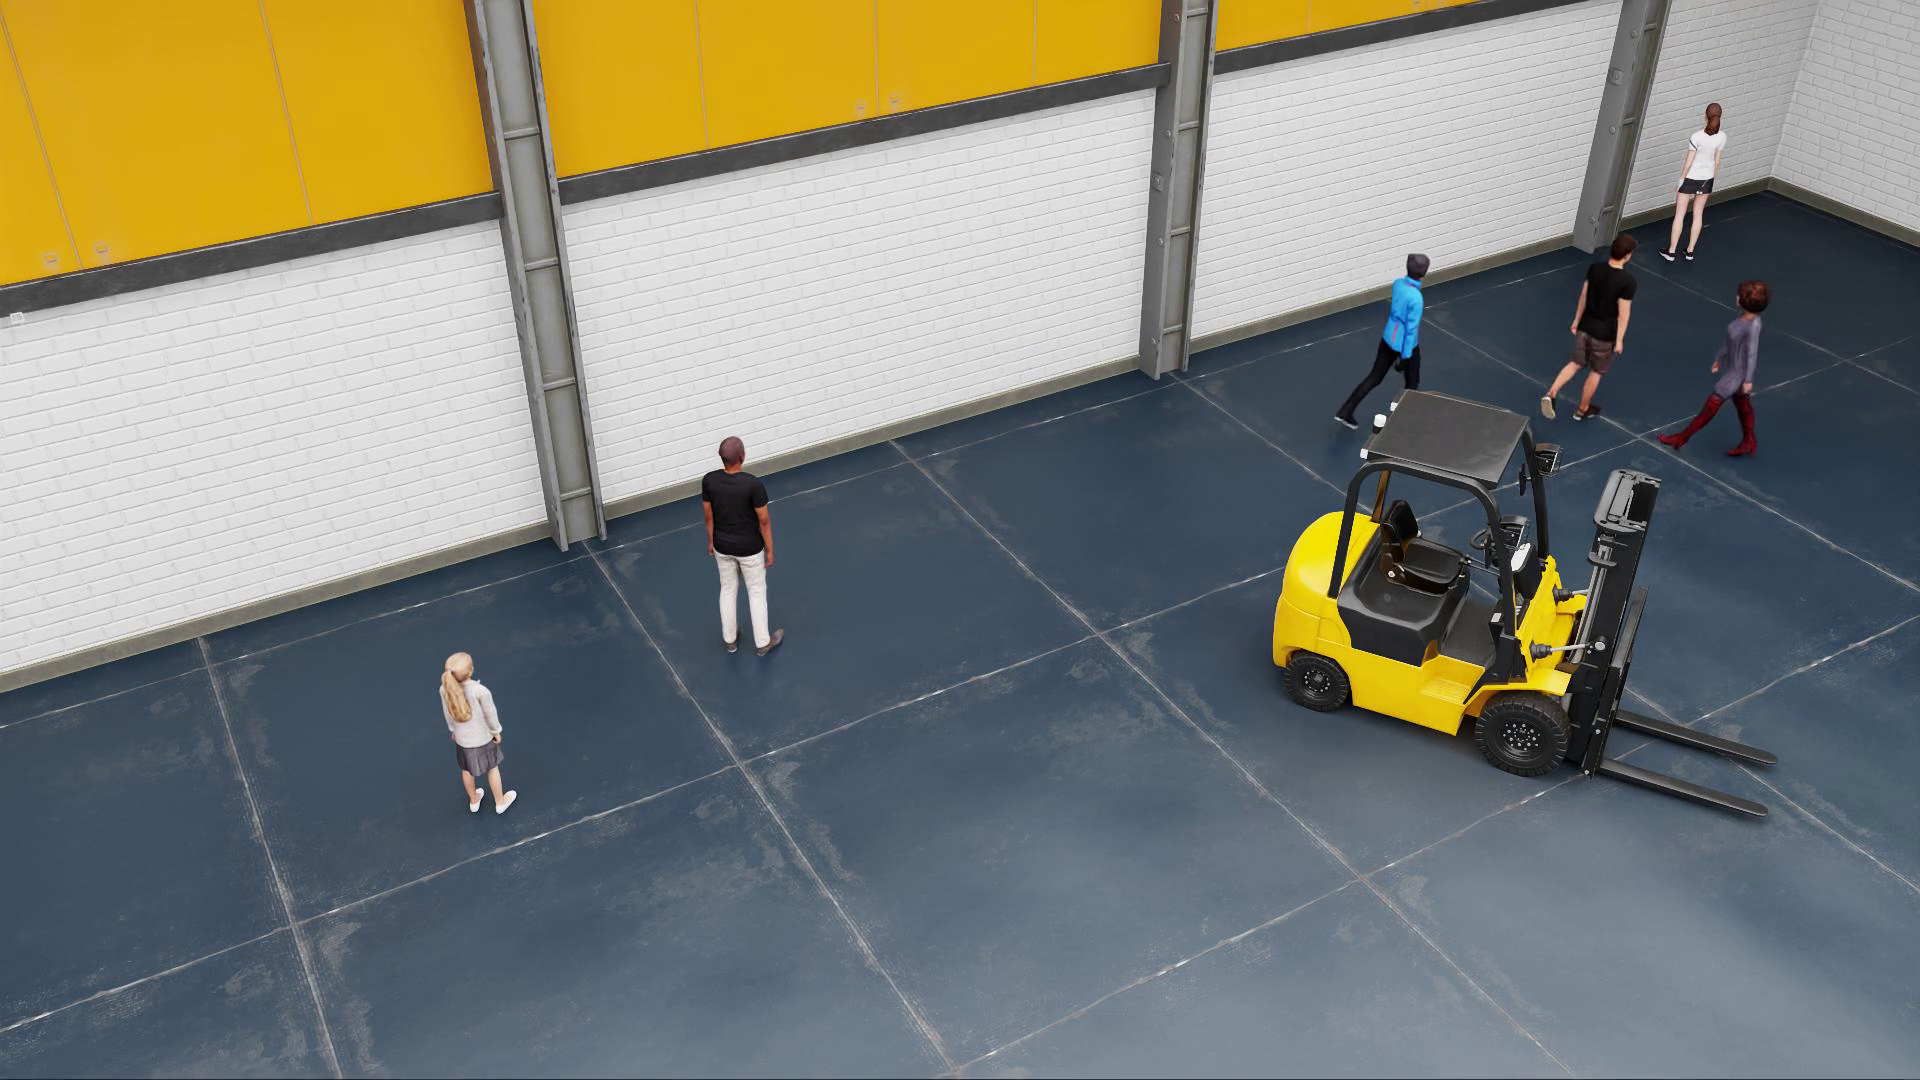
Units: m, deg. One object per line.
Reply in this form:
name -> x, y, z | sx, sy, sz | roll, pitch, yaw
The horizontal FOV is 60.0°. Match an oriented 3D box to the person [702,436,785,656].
person -> -1.621, 0.048, 12.178 | 0.743, 1.804, 0.811 | 7, 34, 11

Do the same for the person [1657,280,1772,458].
person -> 6.888, -1.439, 14.535 | 1.149, 1.671, 1.064 | 6, 34, 9

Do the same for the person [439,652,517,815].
person -> -3.171, 1.250, 10.846 | 0.594, 1.275, 0.665 | 4, 34, 5

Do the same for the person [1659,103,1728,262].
person -> 8.050, -3.913, 18.184 | 0.628, 1.752, 0.725 | -2, 34, -2

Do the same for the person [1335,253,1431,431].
person -> 3.839, -1.729, 14.890 | 1.210, 1.760, 0.763 | -12, 36, -18

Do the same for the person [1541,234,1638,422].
person -> 5.702, -1.862, 15.020 | 1.012, 1.838, 0.723 | -23, 40, -30
